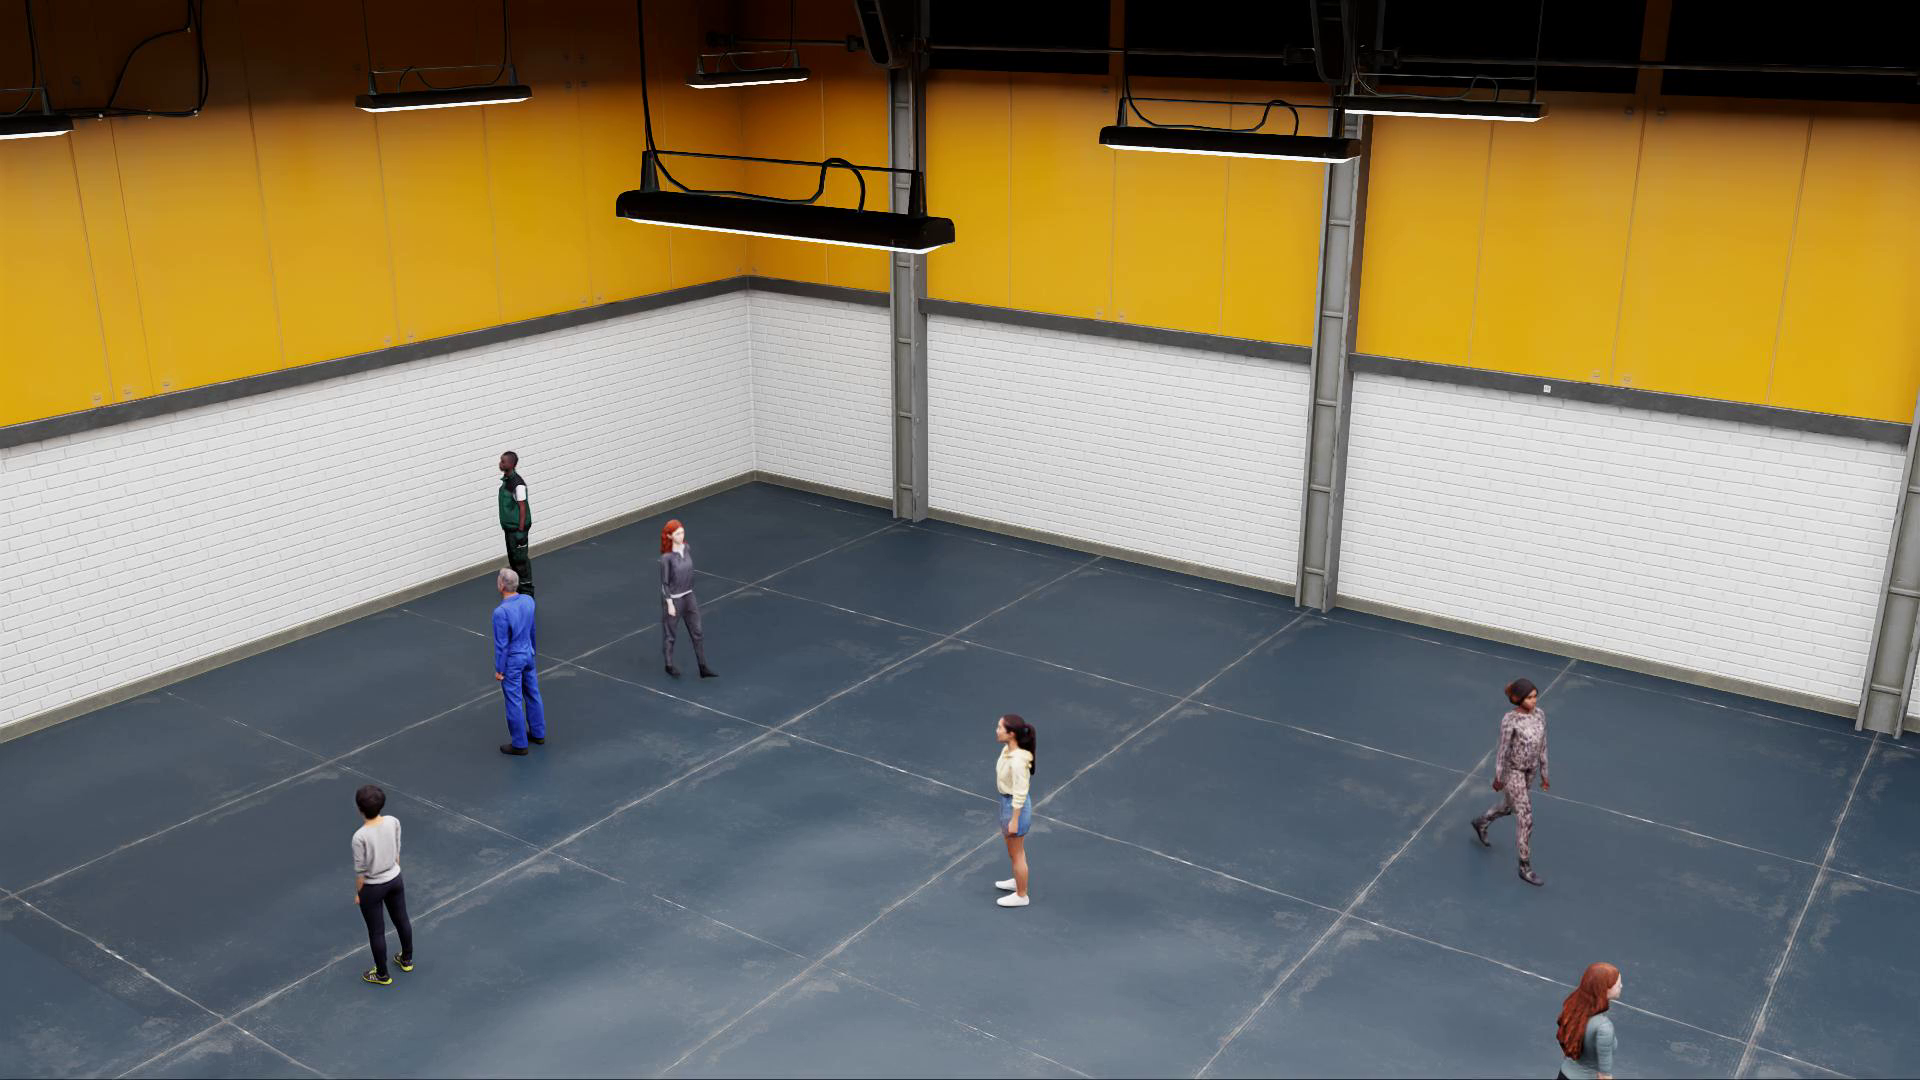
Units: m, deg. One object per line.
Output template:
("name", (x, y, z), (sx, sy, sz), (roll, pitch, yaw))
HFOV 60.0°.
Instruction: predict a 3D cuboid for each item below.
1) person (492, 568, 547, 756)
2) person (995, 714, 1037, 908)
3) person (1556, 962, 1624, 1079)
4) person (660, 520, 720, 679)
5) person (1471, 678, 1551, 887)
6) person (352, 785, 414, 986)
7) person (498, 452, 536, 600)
("person", (-4.220, 1.144, 15.855), (0.609, 1.829, 0.750), (9, 20, 24))
("person", (0.438, 2.135, 13.225), (0.742, 1.630, 0.721), (0, 19, -1))
("person", (3.644, 3.245, 9.753), (0.717, 1.742, 0.660), (-3, 19, -9))
("person", (-3.032, 0.622, 17.528), (0.926, 1.751, 0.633), (14, 23, 36))
("person", (4.574, 1.927, 13.767), (0.971, 1.678, 1.217), (-8, 20, -23))
("person", (-4.254, 2.514, 12.219), (0.476, 1.553, 0.547), (12, 22, 31))
("person", (-5.271, -0.168, 19.733), (0.822, 1.840, 0.674), (-13, 22, -33))
